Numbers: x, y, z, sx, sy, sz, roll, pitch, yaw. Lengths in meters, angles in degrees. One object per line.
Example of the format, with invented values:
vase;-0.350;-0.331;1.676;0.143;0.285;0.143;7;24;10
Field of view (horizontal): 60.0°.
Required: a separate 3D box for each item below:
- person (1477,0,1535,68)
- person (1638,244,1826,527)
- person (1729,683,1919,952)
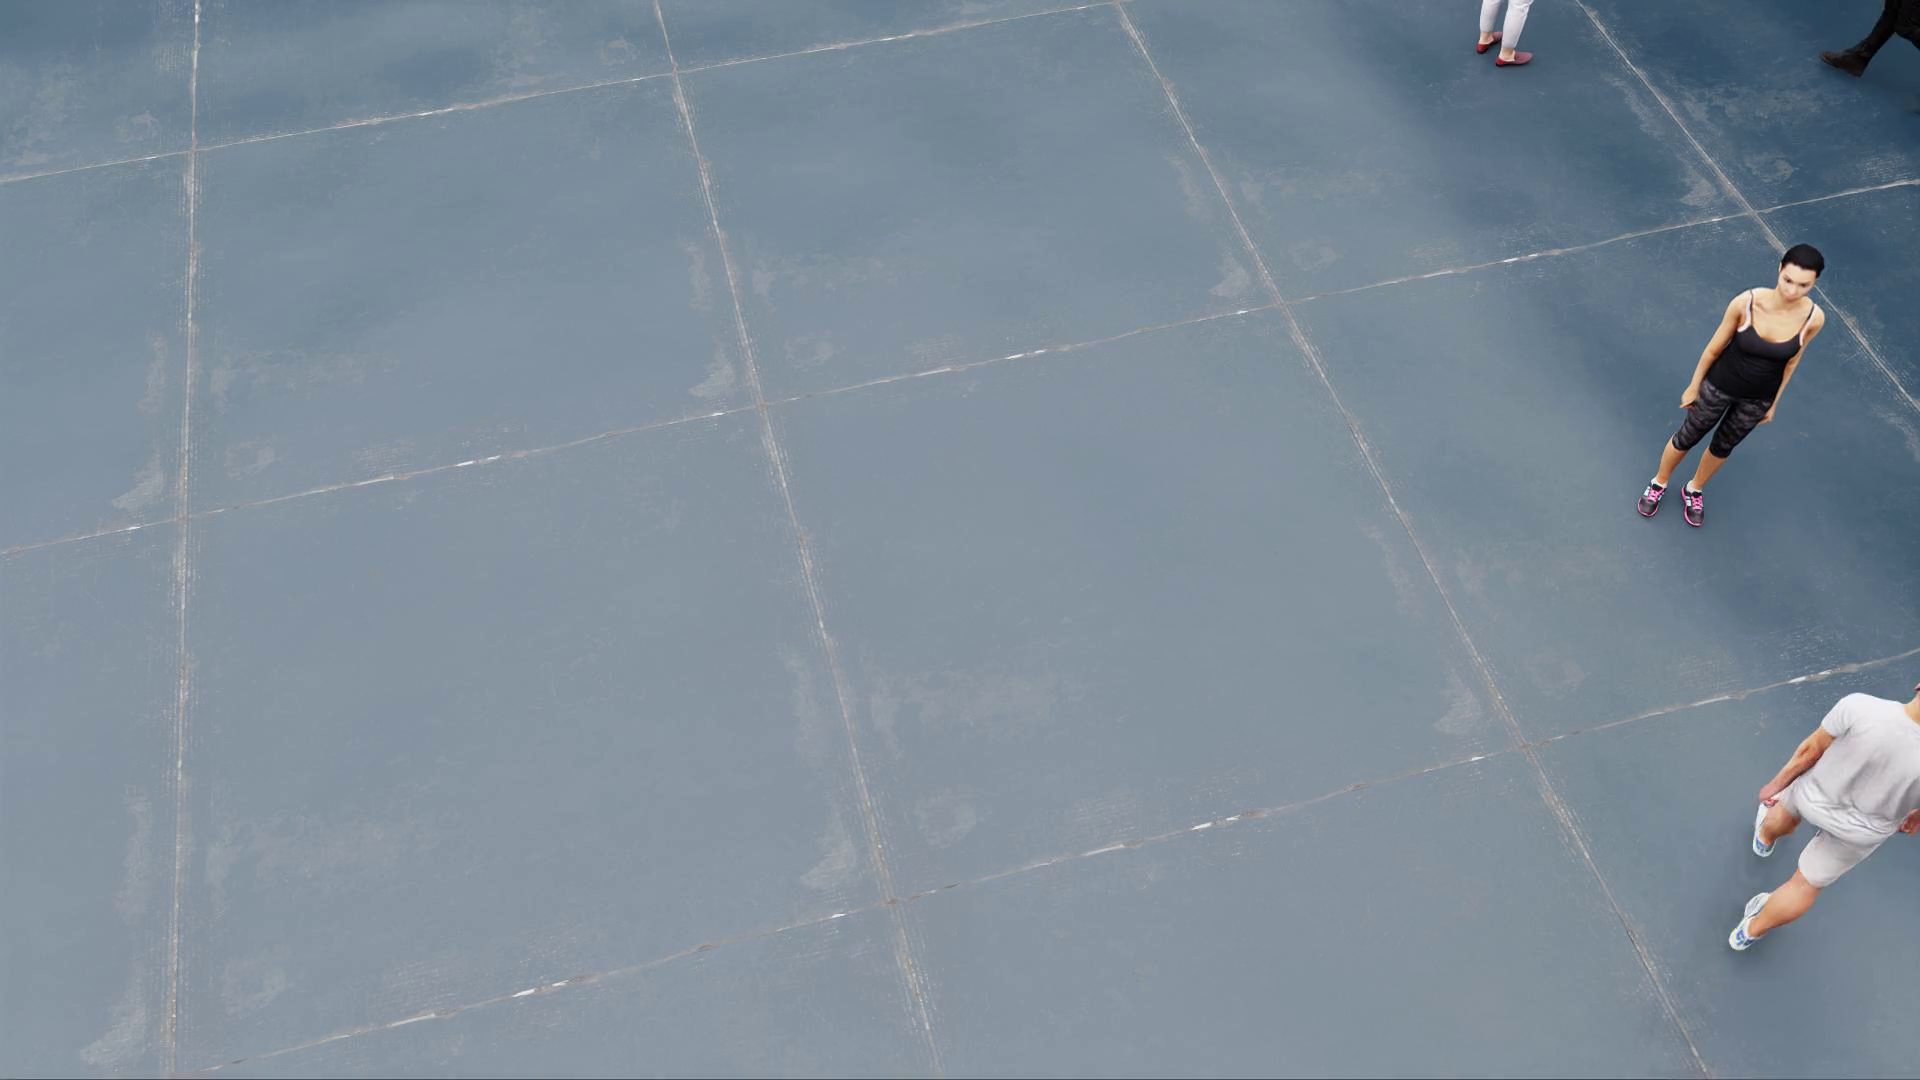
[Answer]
person;3.495;-3.658;10.217;0.709;1.604;0.560;-24;56;-17
person;3.673;-0.719;7.862;0.665;1.729;0.692;13;53;10
person;3.377;1.081;6.404;1.092;1.829;1.121;30;58;21
